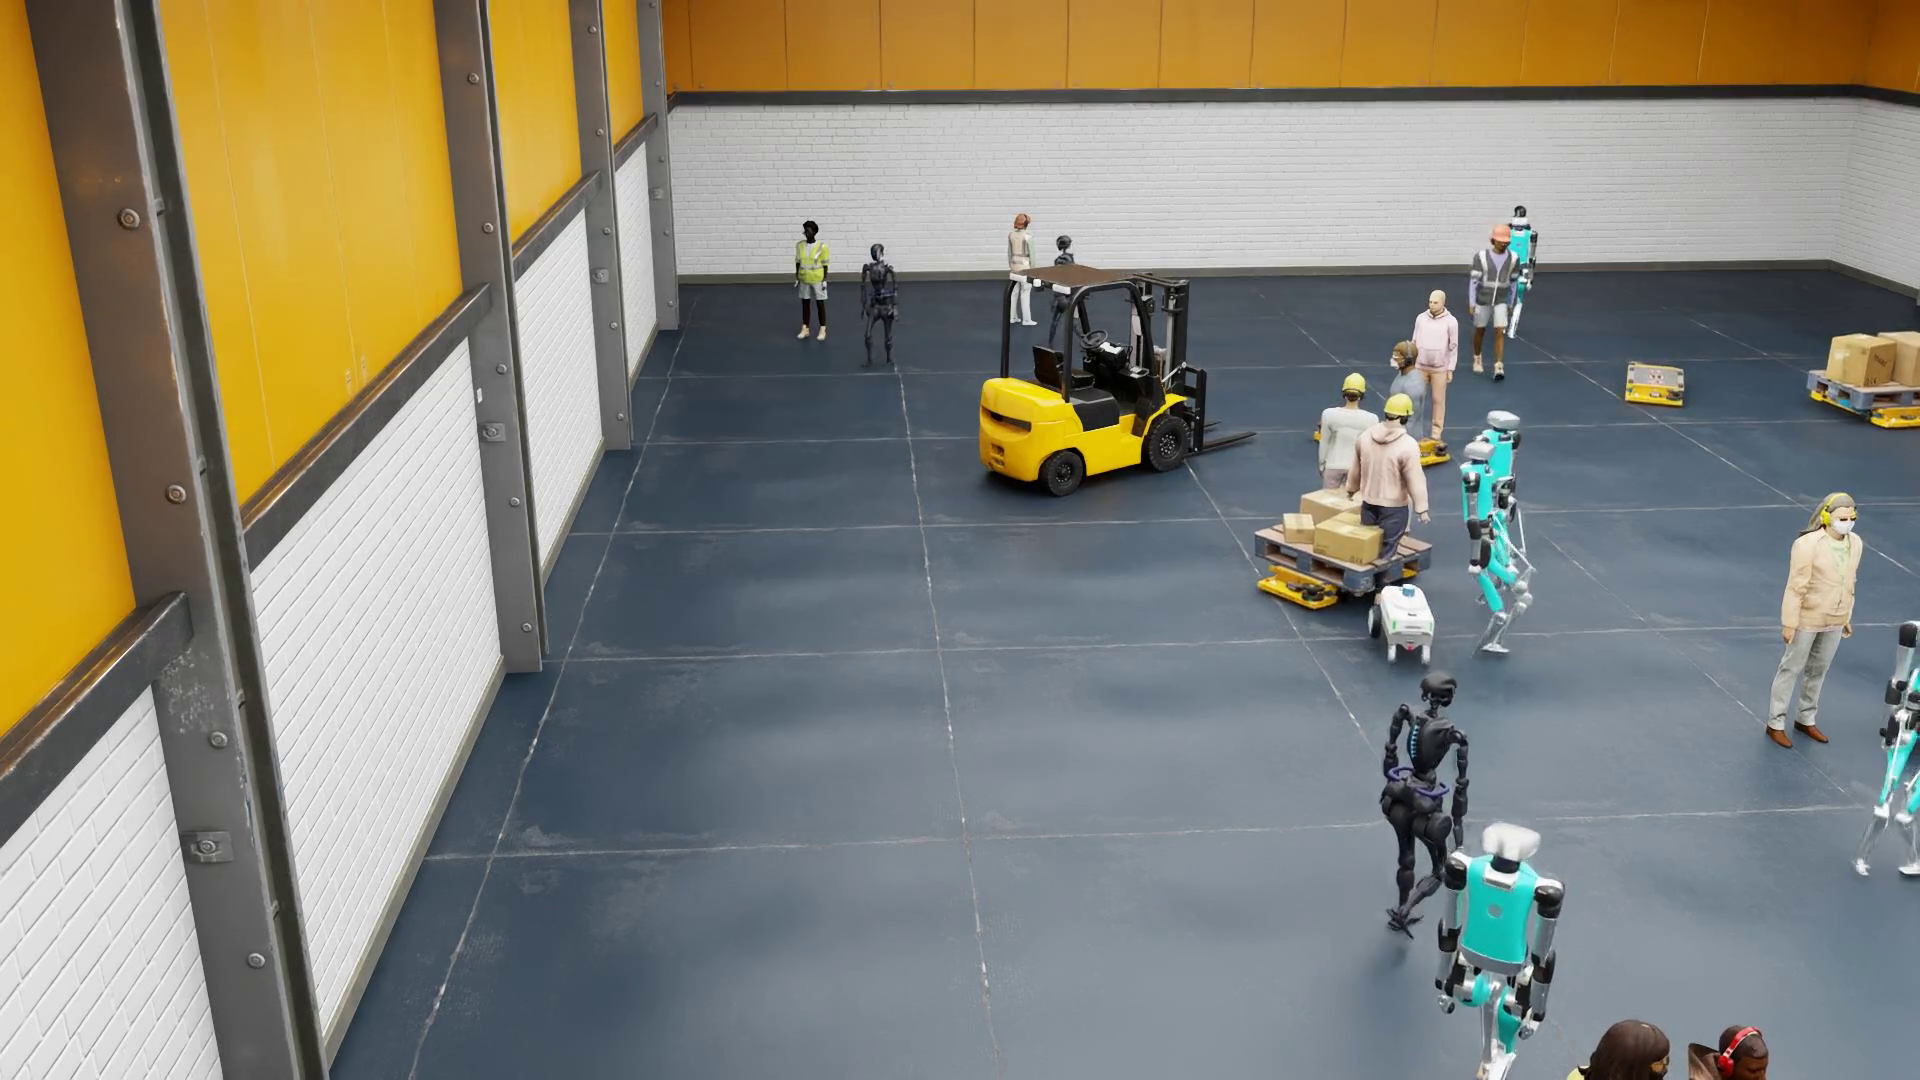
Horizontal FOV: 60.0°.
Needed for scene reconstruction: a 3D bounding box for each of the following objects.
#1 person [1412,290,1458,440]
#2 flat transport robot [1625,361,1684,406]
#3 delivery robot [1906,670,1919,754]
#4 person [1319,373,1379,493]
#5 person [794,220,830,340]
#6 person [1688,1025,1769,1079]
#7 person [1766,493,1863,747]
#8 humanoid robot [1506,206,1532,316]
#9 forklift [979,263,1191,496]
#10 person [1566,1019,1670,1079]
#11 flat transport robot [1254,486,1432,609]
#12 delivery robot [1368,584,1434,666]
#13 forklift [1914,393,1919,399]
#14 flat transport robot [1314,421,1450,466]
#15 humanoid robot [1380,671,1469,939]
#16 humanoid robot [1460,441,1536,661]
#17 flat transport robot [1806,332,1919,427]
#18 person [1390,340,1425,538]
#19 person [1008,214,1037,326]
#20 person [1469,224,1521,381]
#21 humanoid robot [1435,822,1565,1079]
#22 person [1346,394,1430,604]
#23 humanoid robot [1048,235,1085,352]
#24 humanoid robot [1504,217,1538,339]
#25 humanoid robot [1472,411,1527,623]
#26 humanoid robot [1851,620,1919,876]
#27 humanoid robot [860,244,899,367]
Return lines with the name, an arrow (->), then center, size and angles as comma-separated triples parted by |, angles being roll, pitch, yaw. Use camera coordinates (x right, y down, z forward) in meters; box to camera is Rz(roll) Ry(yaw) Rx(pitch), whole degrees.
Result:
person -> 5.304, -1.931, 18.688 | 0.536, 1.781, 0.401 | 13, 24, 31
flat transport robot -> 8.770, -1.971, 20.999 | 0.659, 0.231, 1.431 | 8, 22, 20
delivery robot -> 7.010, 1.224, 11.884 | 0.499, 0.600, 0.804 | 7, 21, 19
person -> 3.550, -0.663, 15.283 | 0.519, 1.759, 0.357 | 6, 21, 15
person -> -2.103, -3.683, 23.587 | 0.534, 1.696, 0.318 | 7, 21, 19
person -> 2.939, 2.593, 6.567 | 0.462, 1.647, 0.309 | -7, 21, -19
person -> 6.065, 0.550, 11.801 | 0.568, 1.875, 0.397 | -5, 21, -13
humanoid robot -> 8.305, -4.270, 25.227 | 0.609, 1.633, 0.582 | -8, 22, -22
forklift -> 1.315, -1.764, 17.646 | 2.313, 2.155, 1.214 | -14, 24, -33
person -> 2.437, 2.608, 6.344 | 0.380, 1.769, 0.466 | -10, 22, -25
flat transport robot -> 3.388, 0.290, 14.836 | 1.431, 0.231, 0.659 | -15, 25, -35
delivery robot -> 3.604, 0.642, 13.441 | 0.499, 0.579, 0.766 | 2, 20, 6
forklift -> 12.602, -2.435, 19.475 | 2.313, 2.155, 1.214 | -1, 20, -4
flat transport robot -> 4.713, -1.093, 18.605 | 0.659, 0.231, 1.431 | -13, 24, -31
humanoid robot -> 2.593, 1.504, 9.489 | 0.407, 1.651, 0.595 | -14, 25, -34
humanoid robot -> 4.292, 0.136, 13.180 | 0.752, 1.809, 0.555 | 9, 22, 23
flat transport robot -> 11.037, -1.636, 20.085 | 0.659, 0.231, 1.431 | -3, 20, -9
person -> 4.211, -0.953, 15.822 | 0.364, 1.933, 0.631 | 4, 21, 10
person -> 0.907, -3.968, 24.451 | 0.510, 1.637, 0.306 | 18, 27, 40
person -> 6.886, -3.058, 21.454 | 0.623, 1.996, 1.001 | 3, 20, 8
humanoid robot -> 2.633, 2.029, 7.996 | 0.533, 1.770, 0.959 | 12, 24, 30
person -> 3.640, -0.343, 14.265 | 0.435, 1.854, 0.820 | -17, 26, -39
humanoid robot -> 1.471, -3.363, 22.820 | 0.769, 1.635, 0.589 | 7, 21, 18
humanoid robot -> 7.849, -3.674, 23.678 | 0.549, 1.913, 0.739 | 3, 20, 8
humanoid robot -> 4.645, -0.144, 13.965 | 0.567, 1.797, 0.853 | -12, 24, -30
humanoid robot -> 5.763, 1.260, 10.045 | 0.568, 1.771, 0.776 | 17, 26, 39
humanoid robot -> -1.066, -3.083, 21.994 | 0.590, 1.646, 0.561 | 9, 22, 24
